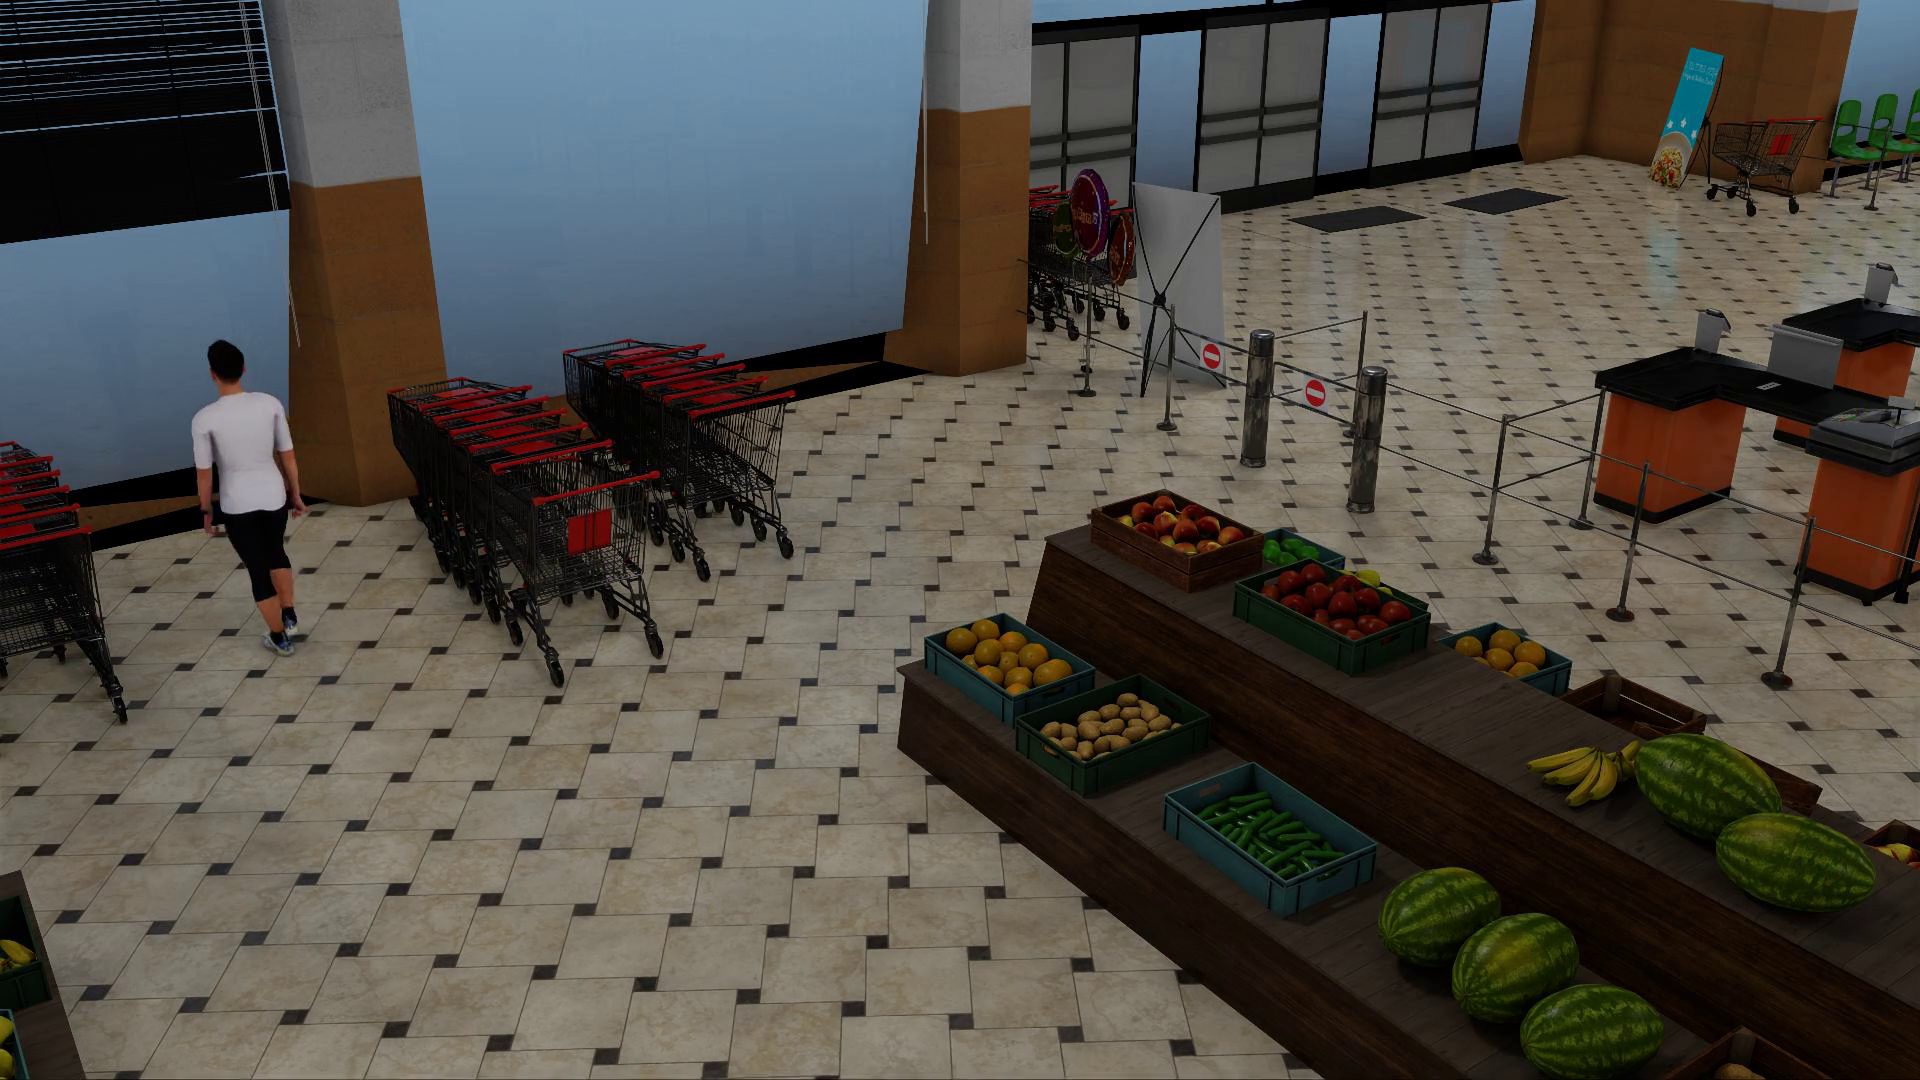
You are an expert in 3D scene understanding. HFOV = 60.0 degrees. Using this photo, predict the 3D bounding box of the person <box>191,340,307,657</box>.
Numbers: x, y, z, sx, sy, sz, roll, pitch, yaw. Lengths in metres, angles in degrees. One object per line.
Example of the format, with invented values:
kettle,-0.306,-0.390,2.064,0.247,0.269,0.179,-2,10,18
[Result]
person,-3.881,-0.188,9.224,0.724,1.843,0.667,-20,31,-39
